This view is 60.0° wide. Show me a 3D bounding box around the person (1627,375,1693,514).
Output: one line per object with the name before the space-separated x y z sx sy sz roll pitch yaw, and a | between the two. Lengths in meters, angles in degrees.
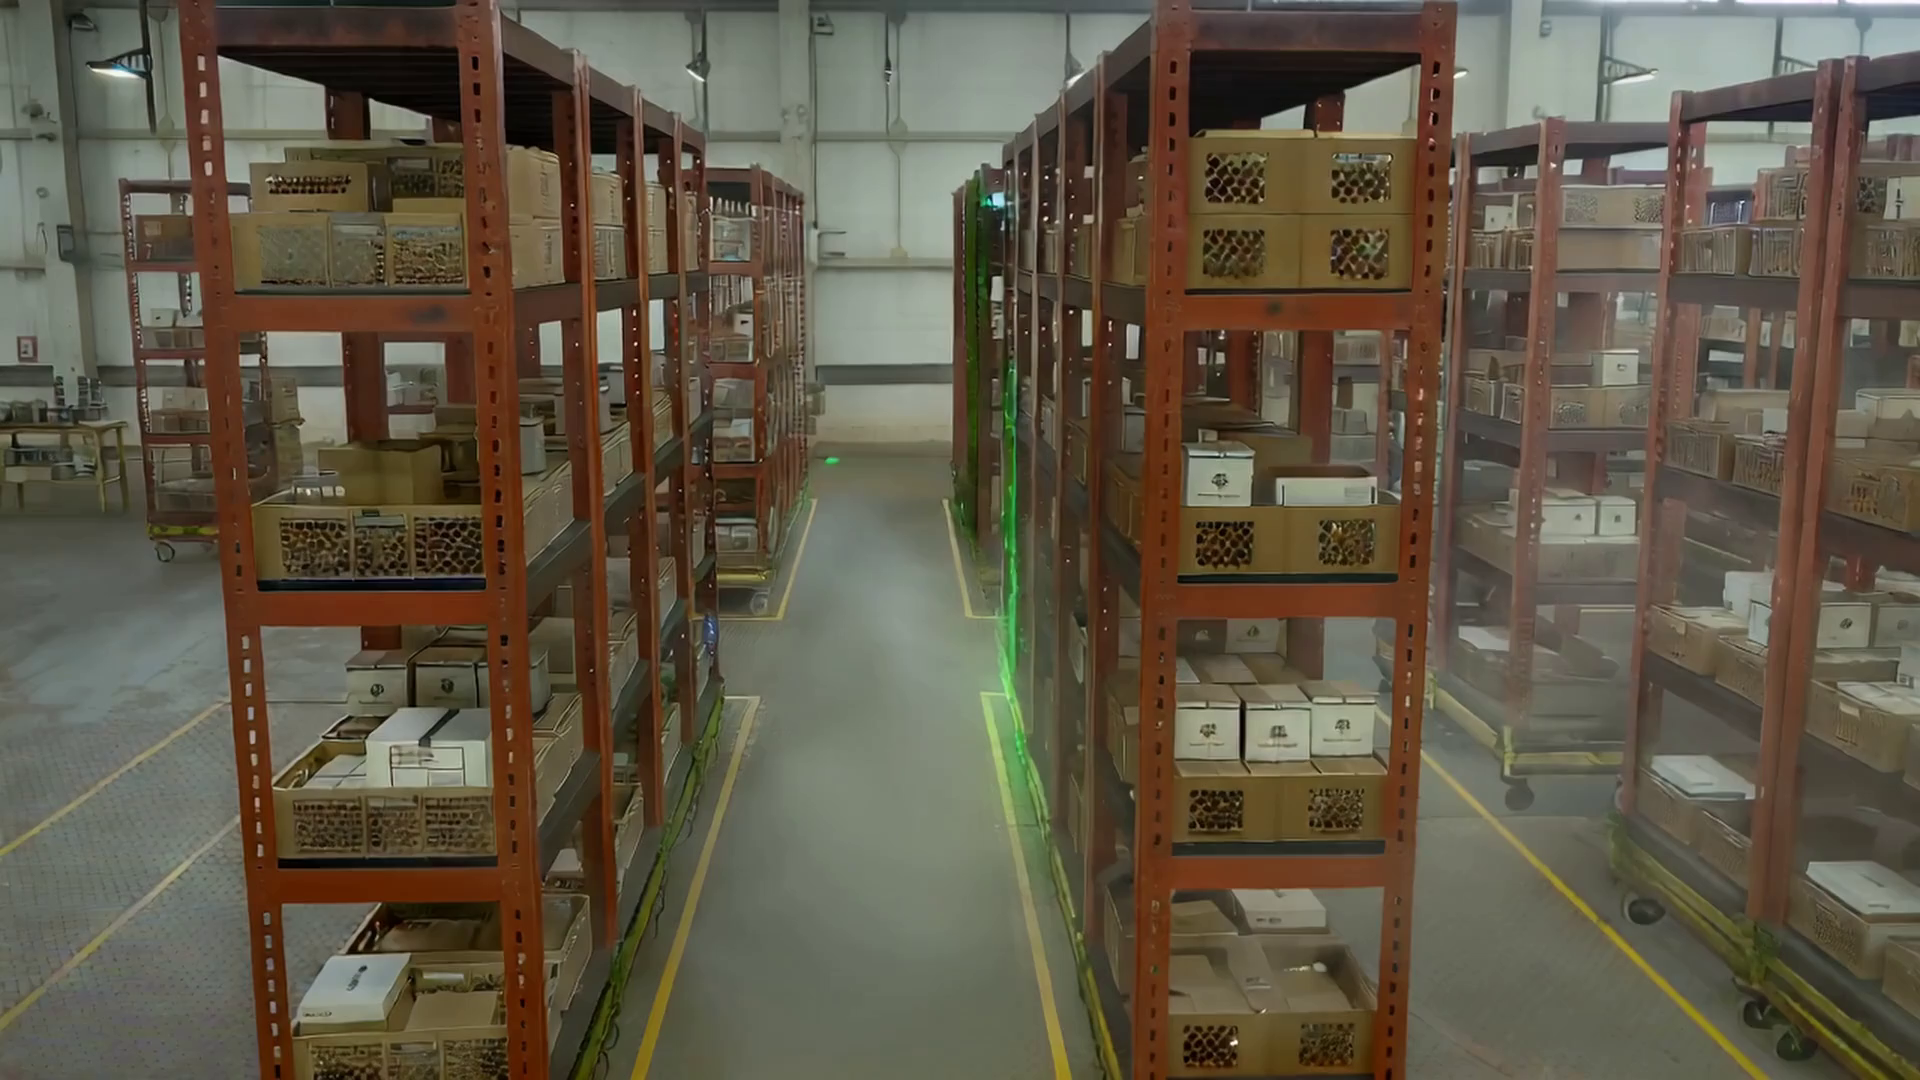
person | 6.840 -0.775 16.312 0.584 1.788 1.009 -1 10 -6
